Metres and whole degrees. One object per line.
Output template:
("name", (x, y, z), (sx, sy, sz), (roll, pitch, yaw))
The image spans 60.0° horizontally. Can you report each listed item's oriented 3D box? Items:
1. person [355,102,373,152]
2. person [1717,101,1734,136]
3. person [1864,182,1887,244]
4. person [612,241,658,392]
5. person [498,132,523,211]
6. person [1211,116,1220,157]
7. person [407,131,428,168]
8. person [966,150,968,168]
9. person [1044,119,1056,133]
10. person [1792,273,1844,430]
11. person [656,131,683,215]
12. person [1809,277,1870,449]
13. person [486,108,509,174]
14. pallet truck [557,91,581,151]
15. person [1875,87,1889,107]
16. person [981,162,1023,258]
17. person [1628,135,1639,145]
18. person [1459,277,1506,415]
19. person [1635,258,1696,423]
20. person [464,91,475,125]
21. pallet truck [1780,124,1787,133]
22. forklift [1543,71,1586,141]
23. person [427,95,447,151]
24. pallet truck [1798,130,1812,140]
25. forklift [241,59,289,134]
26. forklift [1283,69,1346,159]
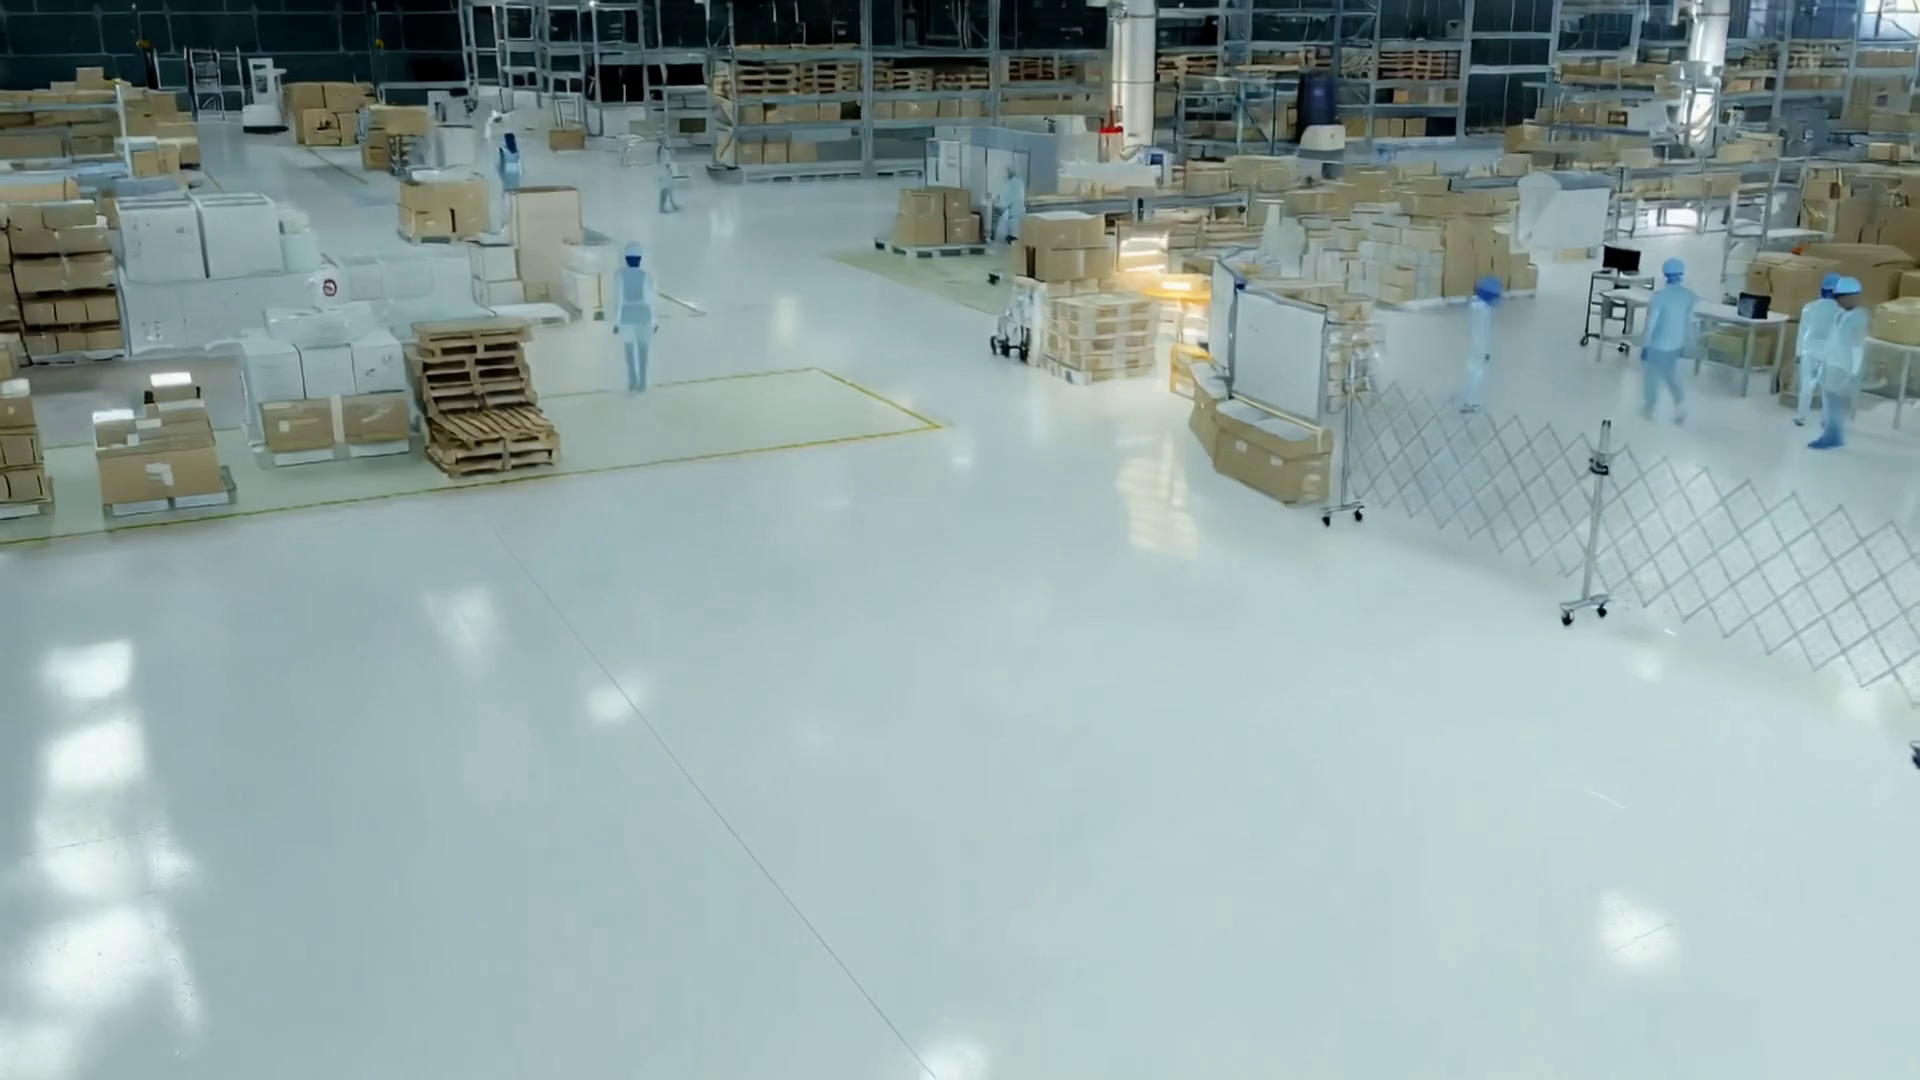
("person", (-20.326, -14.093, 56.733), (0.800, 1.659, 0.552), (5, 19, 16))
("person", (24.859, -13.347, 54.169), (0.439, 1.815, 0.611), (-13, 22, -35))
("person", (17.232, -5.959, 31.448), (0.640, 1.611, 0.509), (-1, 18, -2))
("person", (-4.134, -2.843, 21.237), (0.577, 1.923, 0.400), (-2, 18, -6))
("person", (-10.766, -8.810, 39.869), (0.446, 1.907, 0.590), (11, 21, 30))
("person", (7.315, -11.304, 47.888), (0.328, 1.760, 0.524), (13, 22, 34))
("person", (-14.328, -9.930, 43.802), (0.560, 1.619, 0.540), (12, 22, 34))
("person", (0.443, -9.957, 43.862), (0.542, 1.648, 0.880), (12, 21, 32))
("person", (2.442, -9.945, 43.269), (0.985, 2.007, 0.616), (-7, 19, -20))
("person", (10.024, -2.185, 19.331), (0.588, 1.835, 0.403), (5, 18, 15))
("person", (-6.897, -8.741, 39.598), (0.802, 1.934, 0.626), (-9, 20, -27))
("person", (9.732, -1.958, 18.502), (0.586, 1.904, 0.596), (0, 18, -1))
("person", (-13.617, -11.781, 49.121), (0.651, 1.913, 0.496), (-4, 18, -12))
("pallet truck", (-13.495, -14.412, 57.188), (0.823, 1.965, 1.885), (-3, 18, -9))
("person", (36.205, -16.907, 65.361), (0.493, 1.749, 0.535), (-9, 20, -27))
("person", (0.913, -6.422, 32.493), (0.960, 1.855, 0.673), (-6, 19, -18))
("person", (22.084, -13.474, 54.435), (0.464, 1.888, 0.664), (-5, 18, -15))
("person", (6.275, -2.329, 19.986), (0.441, 1.698, 0.541), (5, 18, 15))
("person", (8.313, -2.309, 19.501), (0.619, 1.975, 0.658), (-4, 18, -13))
("person", (-18.762, -16.426, 63.977), (0.549, 1.662, 0.787), (7, 19, 20))
("pallet truck", (25.206, -12.542, 52.601), (1.601, 1.201, 0.680), (0, 18, -2))
("forklift", (18.685, -13.231, 52.085), (1.873, 2.768, 1.129), (-9, 20, -26))
("person", (-17.830, -14.312, 57.077), (1.047, 1.883, 0.551), (4, 18, 11))
("pallet truck", (25.526, -11.556, 49.408), (1.630, 1.274, 0.653), (-9, 20, -26))
("forklift", (-27.116, -17.292, 64.742), (1.129, 2.768, 1.873), (2, 18, 5))
("forklift", (11.615, -13.871, 54.079), (1.129, 2.768, 1.873), (-9, 20, -27))
